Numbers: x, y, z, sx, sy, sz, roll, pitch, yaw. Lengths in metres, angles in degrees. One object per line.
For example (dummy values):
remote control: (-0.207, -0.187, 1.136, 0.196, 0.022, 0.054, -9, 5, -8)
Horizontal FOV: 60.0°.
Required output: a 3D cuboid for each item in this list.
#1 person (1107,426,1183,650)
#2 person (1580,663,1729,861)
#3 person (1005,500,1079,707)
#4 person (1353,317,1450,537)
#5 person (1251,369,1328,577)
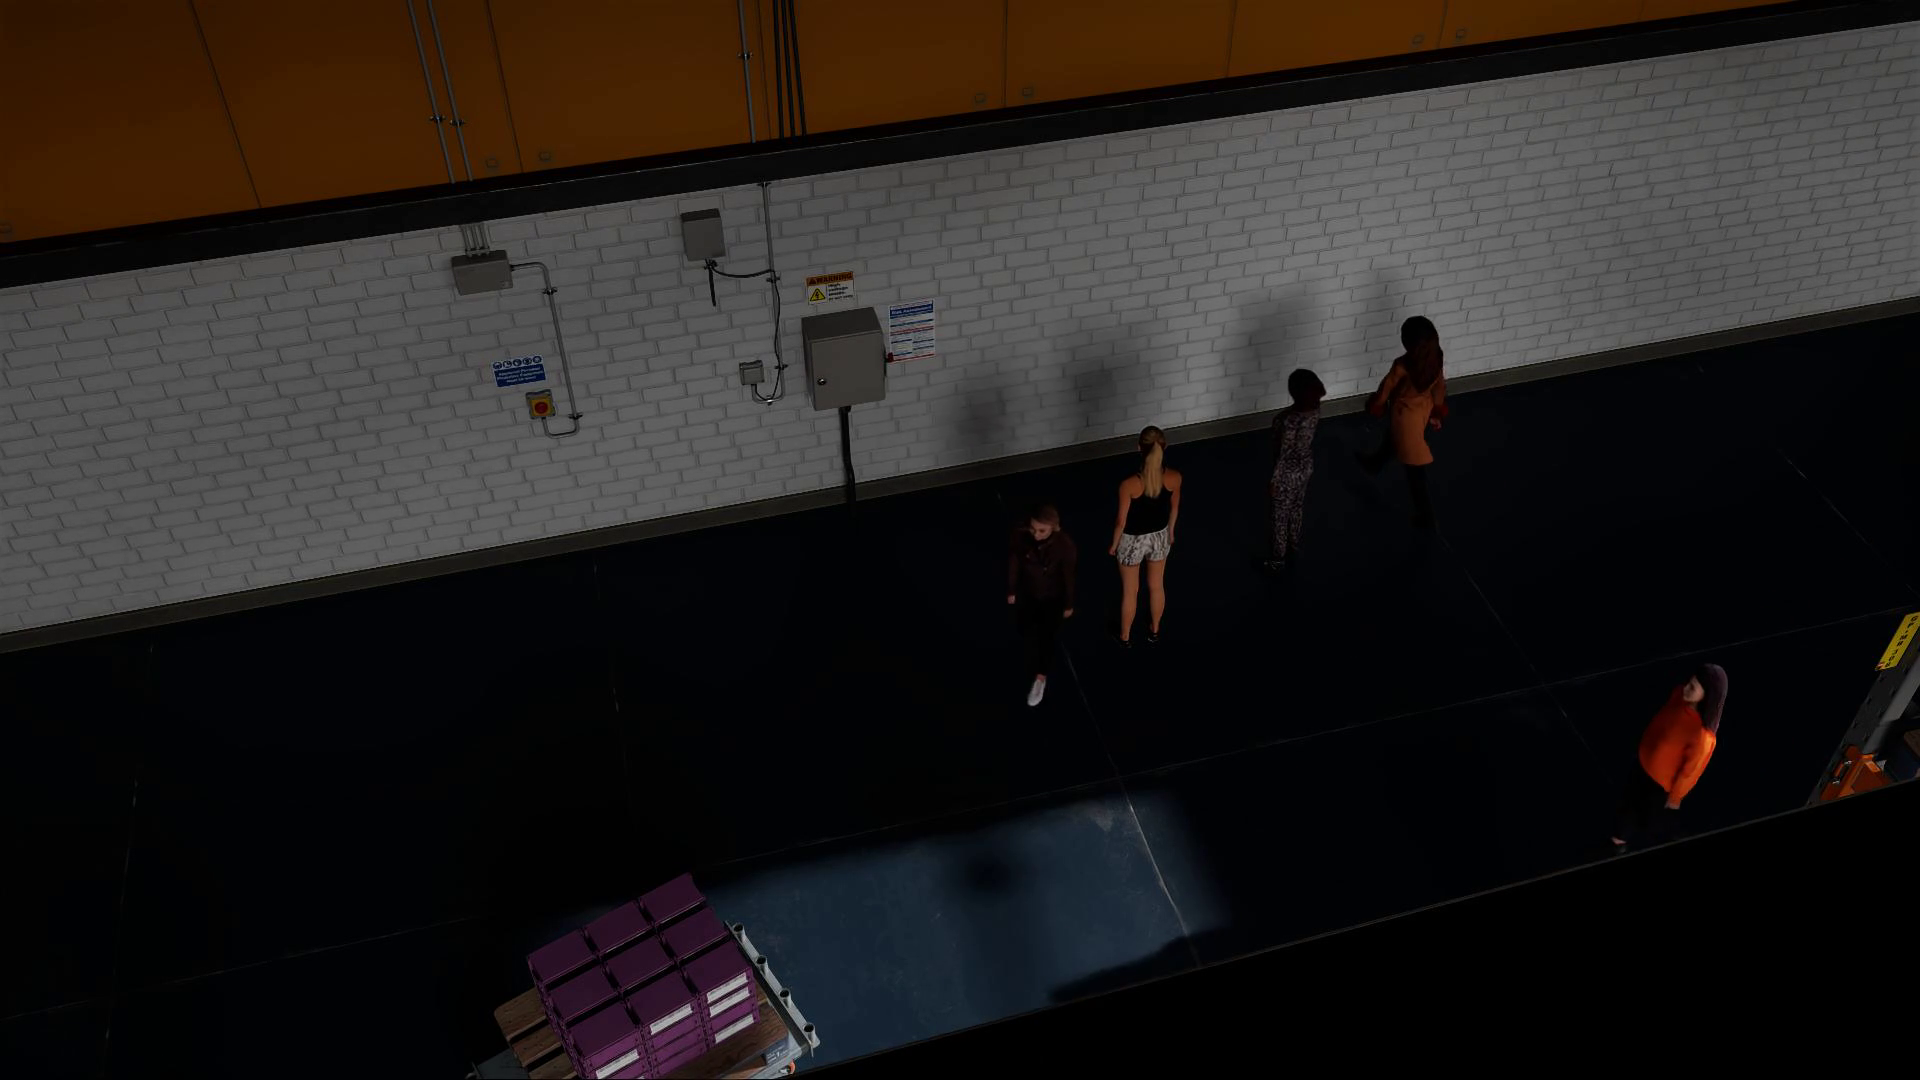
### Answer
person: (1.195, -0.015, 10.765, 0.608, 1.845, 0.513, -10, 44, -10)
person: (4.082, 1.319, 9.444, 0.839, 1.735, 0.927, 1, 44, 1)
person: (0.555, 0.298, 10.555, 0.914, 1.682, 1.019, 17, 46, 17)
person: (3.186, -0.751, 11.670, 0.898, 1.663, 1.250, -19, 47, -19)
person: (2.253, -0.463, 11.330, 0.696, 1.714, 0.664, 31, 52, 28)
